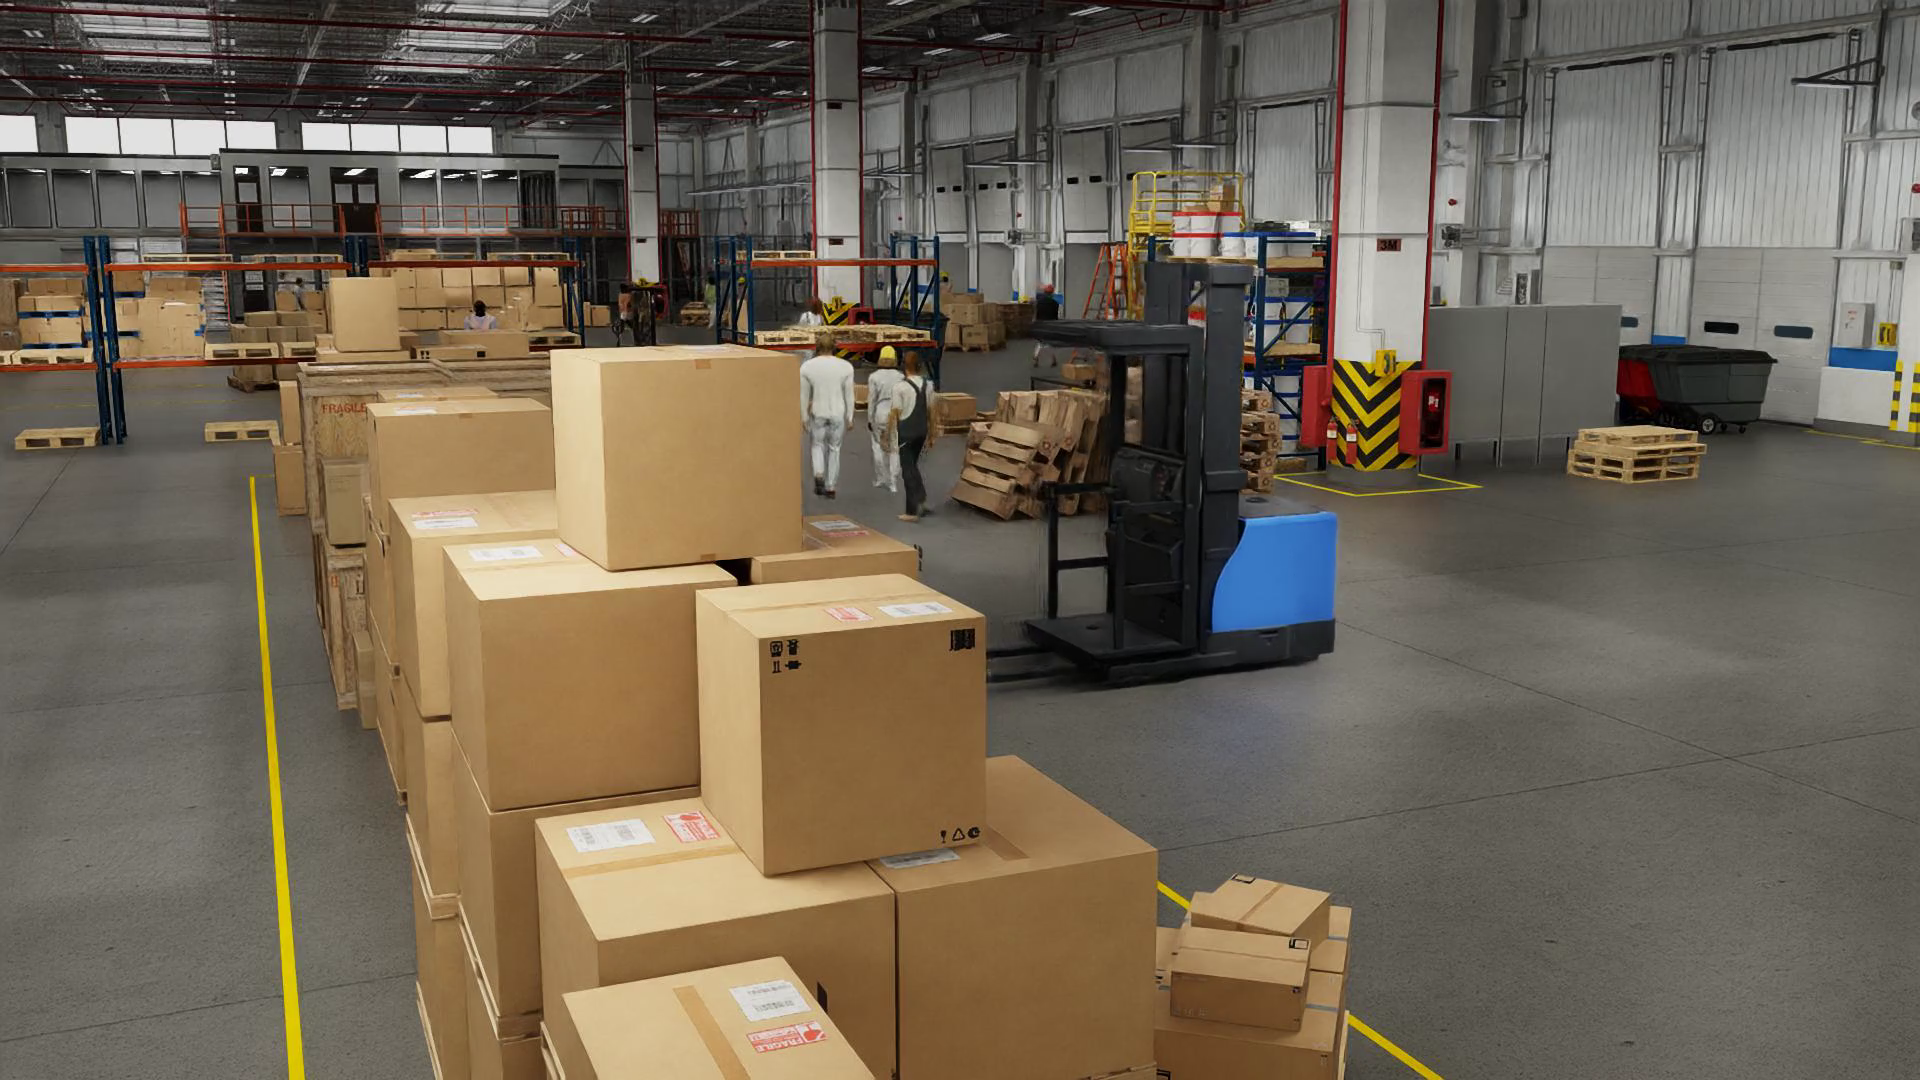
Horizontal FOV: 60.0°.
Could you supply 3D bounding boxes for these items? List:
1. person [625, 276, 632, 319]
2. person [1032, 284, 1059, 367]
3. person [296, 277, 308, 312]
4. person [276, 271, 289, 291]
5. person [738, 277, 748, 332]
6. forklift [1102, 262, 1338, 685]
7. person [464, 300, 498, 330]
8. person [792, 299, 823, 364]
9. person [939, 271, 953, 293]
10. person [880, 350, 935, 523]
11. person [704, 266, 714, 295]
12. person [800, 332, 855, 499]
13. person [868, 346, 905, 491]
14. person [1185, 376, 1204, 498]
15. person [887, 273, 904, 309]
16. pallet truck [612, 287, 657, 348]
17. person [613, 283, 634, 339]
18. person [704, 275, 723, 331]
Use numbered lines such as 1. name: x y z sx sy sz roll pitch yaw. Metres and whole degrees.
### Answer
1. person: -12.134 -9.148 61.670 0.605 1.950 0.380 2 10 10
2. person: 2.013 -4.978 38.707 0.619 1.954 0.912 6 12 28
3. person: -20.000 -7.063 50.547 0.341 1.830 0.646 -1 10 -3
4. person: -22.578 -8.038 55.656 0.634 1.922 0.806 9 14 42
5. person: -6.898 -7.481 52.996 0.329 1.765 0.526 -7 13 -35
6. forklift: 1.640 -0.545 11.688 1.873 2.768 1.129 -4 11 -23
7. person: -9.008 -3.585 31.313 0.625 1.844 0.429 -3 11 -17
8. person: -2.893 -3.779 32.432 0.946 1.819 0.651 7 13 35
9. person: -0.442 -7.994 55.437 0.599 1.899 0.765 -5 12 -27
10. person: -0.536 -1.086 17.598 0.540 1.827 0.422 -10 14 -44
11. person: -9.212 -9.138 61.513 0.658 1.974 0.632 1 10 5
12. person: -1.526 -1.432 19.211 0.635 1.924 0.439 -1 10 -4
13. person: -0.881 -1.469 19.972 0.502 1.709 0.792 -3 11 -14
14. person: 1.884 -0.420 13.668 0.638 1.919 0.759 -8 13 -37
15. person: -1.995 -7.199 50.968 0.551 1.932 0.378 4 11 21
16. pallet truck: -6.464 -4.406 35.401 0.823 1.965 1.885 6 12 32
17. person: -10.065 -6.896 50.057 0.844 1.662 0.538 -7 12 -34
18. person: -8.053 -7.760 54.381 0.638 1.817 0.834 8 13 36
